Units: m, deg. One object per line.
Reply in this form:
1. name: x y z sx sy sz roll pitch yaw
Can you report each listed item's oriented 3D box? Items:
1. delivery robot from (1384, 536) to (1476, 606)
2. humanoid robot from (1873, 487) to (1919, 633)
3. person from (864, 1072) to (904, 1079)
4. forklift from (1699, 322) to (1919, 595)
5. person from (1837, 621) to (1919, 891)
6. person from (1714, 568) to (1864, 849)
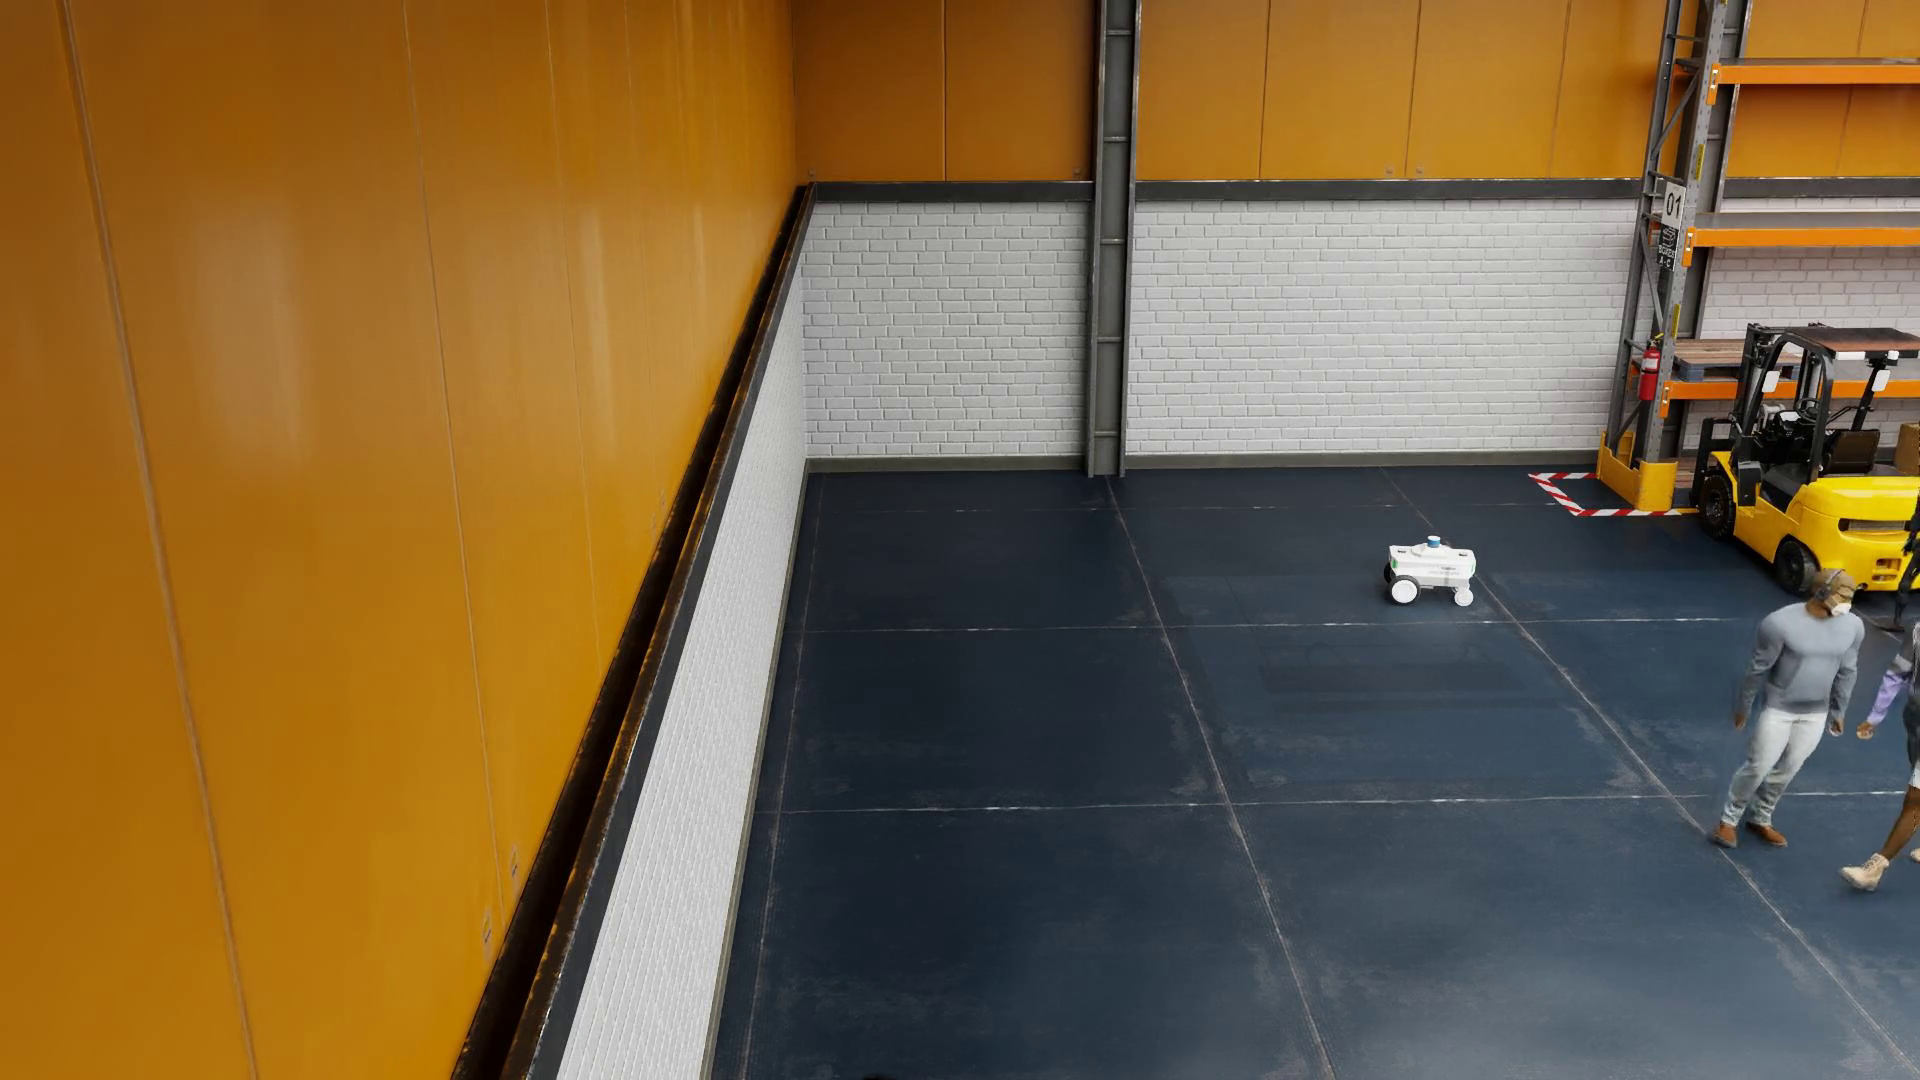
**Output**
1. delivery robot: 4.070 0.262 14.431 0.795 0.596 0.499 3 21 9
2. humanoid robot: 7.863 0.042 13.442 0.563 1.642 0.600 1 20 3
3. person: -0.280 2.697 6.174 0.318 1.699 0.534 -7 21 -18
4. forklift: 7.809 -0.792 14.926 1.214 2.155 2.313 -1 20 -2
5. person: 5.814 1.150 9.972 1.089 1.981 0.618 -7 22 -19
6. person: 5.186 1.048 10.356 0.685 1.908 0.370 -1 20 -3
